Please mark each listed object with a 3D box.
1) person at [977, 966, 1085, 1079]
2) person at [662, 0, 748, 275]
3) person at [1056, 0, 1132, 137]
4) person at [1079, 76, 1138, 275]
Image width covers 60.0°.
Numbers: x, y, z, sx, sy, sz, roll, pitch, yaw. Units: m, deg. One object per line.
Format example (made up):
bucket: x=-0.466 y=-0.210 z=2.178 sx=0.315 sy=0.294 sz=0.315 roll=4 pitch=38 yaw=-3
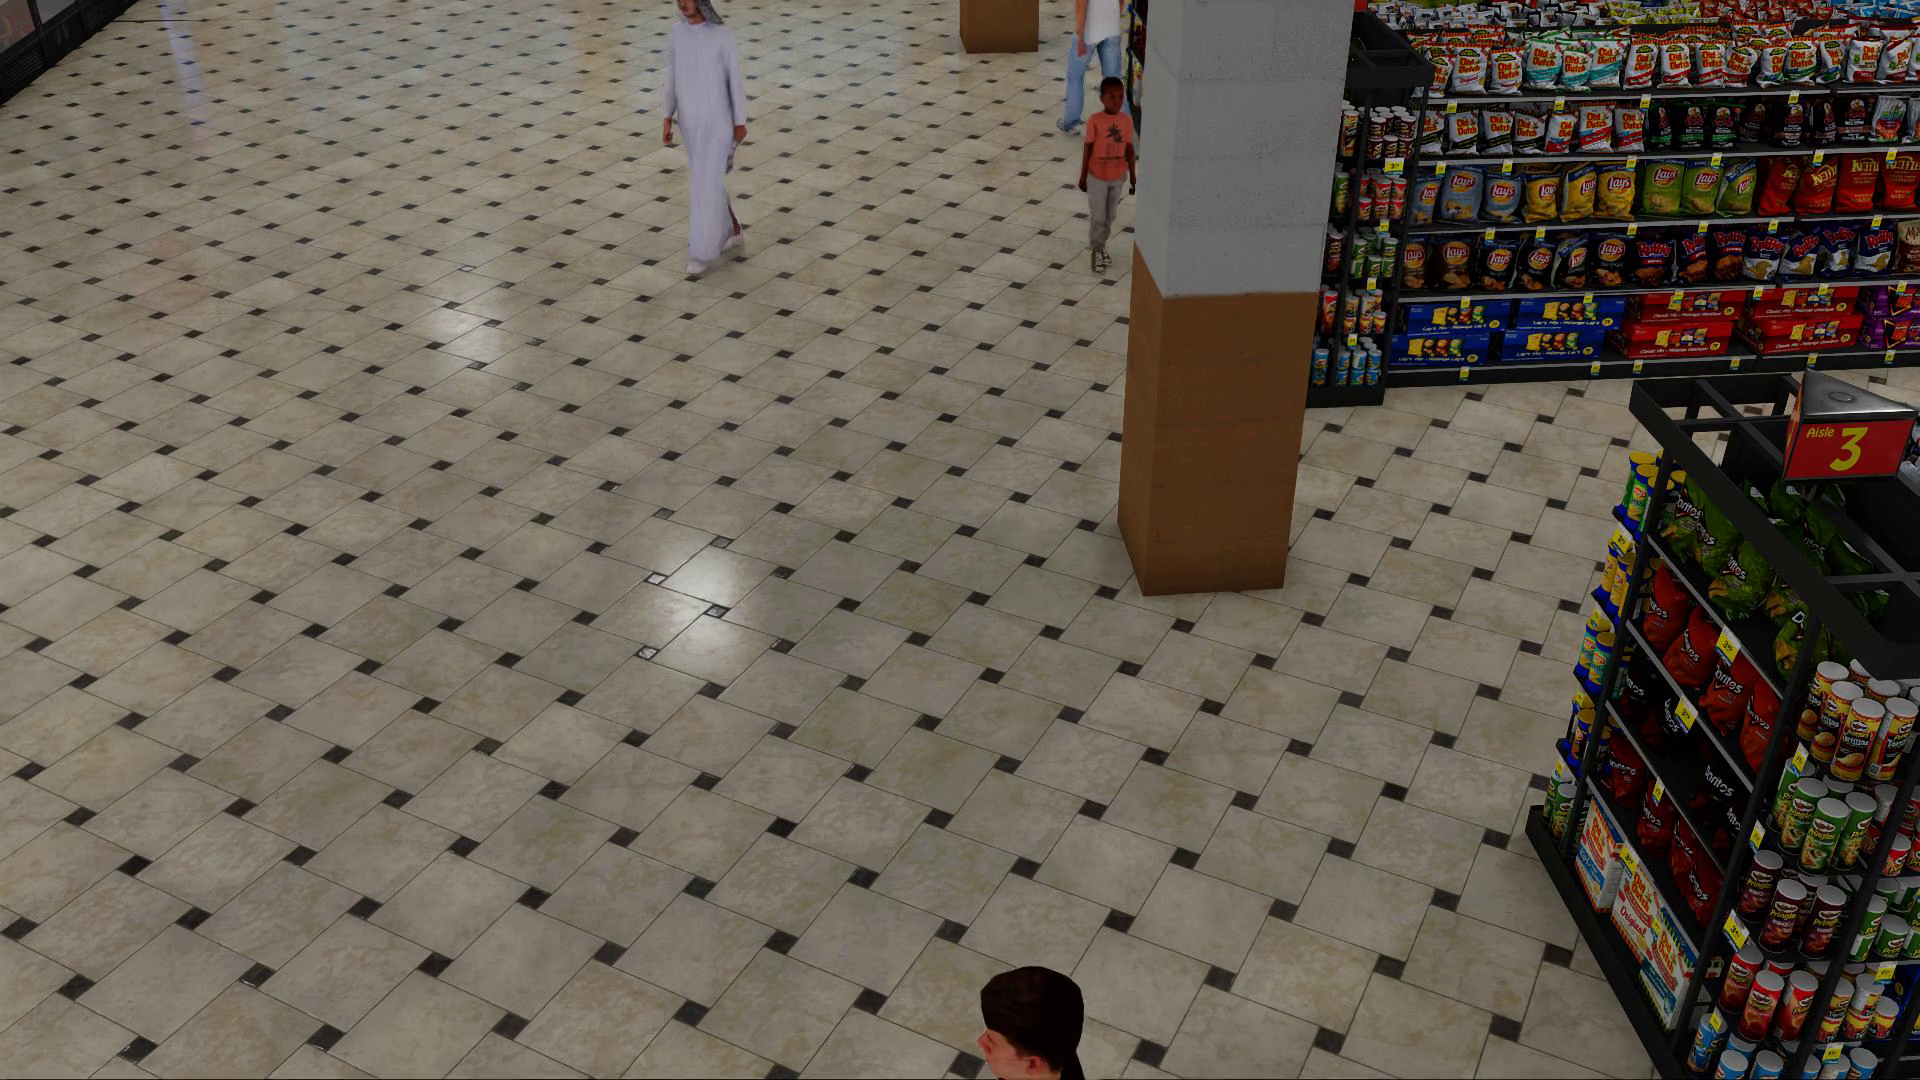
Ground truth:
person: x=0.256 y=1.749 z=3.945 sx=1.163 sy=1.818 sz=0.680 roll=-2 pitch=32 yaw=-3
person: x=-1.653 y=-2.838 z=11.239 sx=1.070 sy=1.900 sz=1.068 roll=18 pitch=36 yaw=27
person: x=1.149 y=-4.010 z=13.191 sx=1.156 sy=1.828 sz=0.974 roll=-13 pitch=34 yaw=-20
person: x=0.969 y=-2.501 z=11.268 sx=0.580 sy=1.297 sz=0.620 roll=-7 pitch=33 yaw=-11
